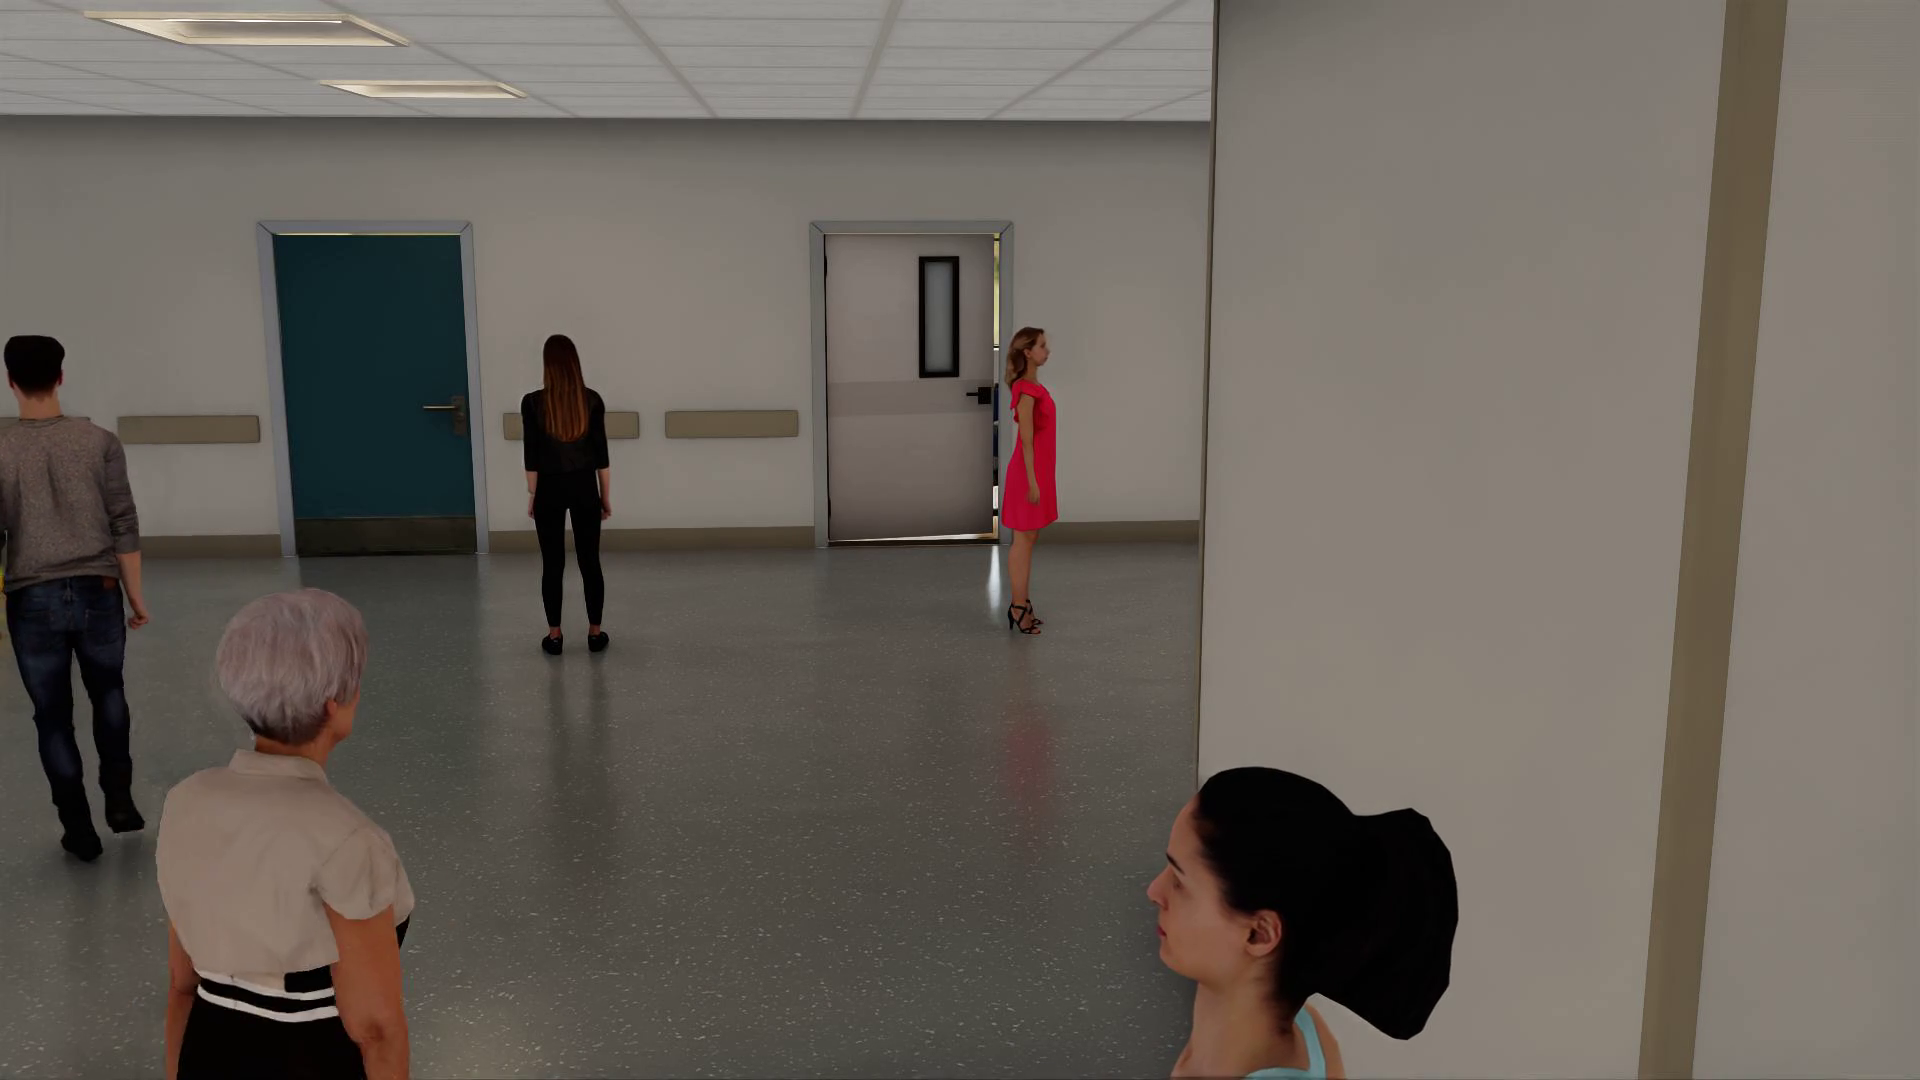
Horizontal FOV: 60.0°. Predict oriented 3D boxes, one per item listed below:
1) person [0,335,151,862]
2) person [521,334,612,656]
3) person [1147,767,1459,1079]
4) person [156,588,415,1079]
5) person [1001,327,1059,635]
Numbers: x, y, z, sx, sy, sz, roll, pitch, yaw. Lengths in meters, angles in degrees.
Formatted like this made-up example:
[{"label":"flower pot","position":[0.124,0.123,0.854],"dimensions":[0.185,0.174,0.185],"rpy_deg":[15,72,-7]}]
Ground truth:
[{"label":"person","position":[-3.156,0.236,5.897],"dimensions":[0.793,1.897,0.892],"rpy_deg":[-8,13,-36]},{"label":"person","position":[-2.110,-0.247,8.931],"dimensions":[0.518,1.715,0.695],"rpy_deg":[-3,11,-16]},{"label":"person","position":[0.287,1.084,1.783],"dimensions":[0.676,1.765,0.663],"rpy_deg":[2,11,12]},{"label":"person","position":[-1.078,0.972,2.472],"dimensions":[0.882,1.729,0.916],"rpy_deg":[6,12,30]},{"label":"person","position":[0.383,-0.349,9.434],"dimensions":[0.610,1.728,0.620],"rpy_deg":[2,11,9]}]
